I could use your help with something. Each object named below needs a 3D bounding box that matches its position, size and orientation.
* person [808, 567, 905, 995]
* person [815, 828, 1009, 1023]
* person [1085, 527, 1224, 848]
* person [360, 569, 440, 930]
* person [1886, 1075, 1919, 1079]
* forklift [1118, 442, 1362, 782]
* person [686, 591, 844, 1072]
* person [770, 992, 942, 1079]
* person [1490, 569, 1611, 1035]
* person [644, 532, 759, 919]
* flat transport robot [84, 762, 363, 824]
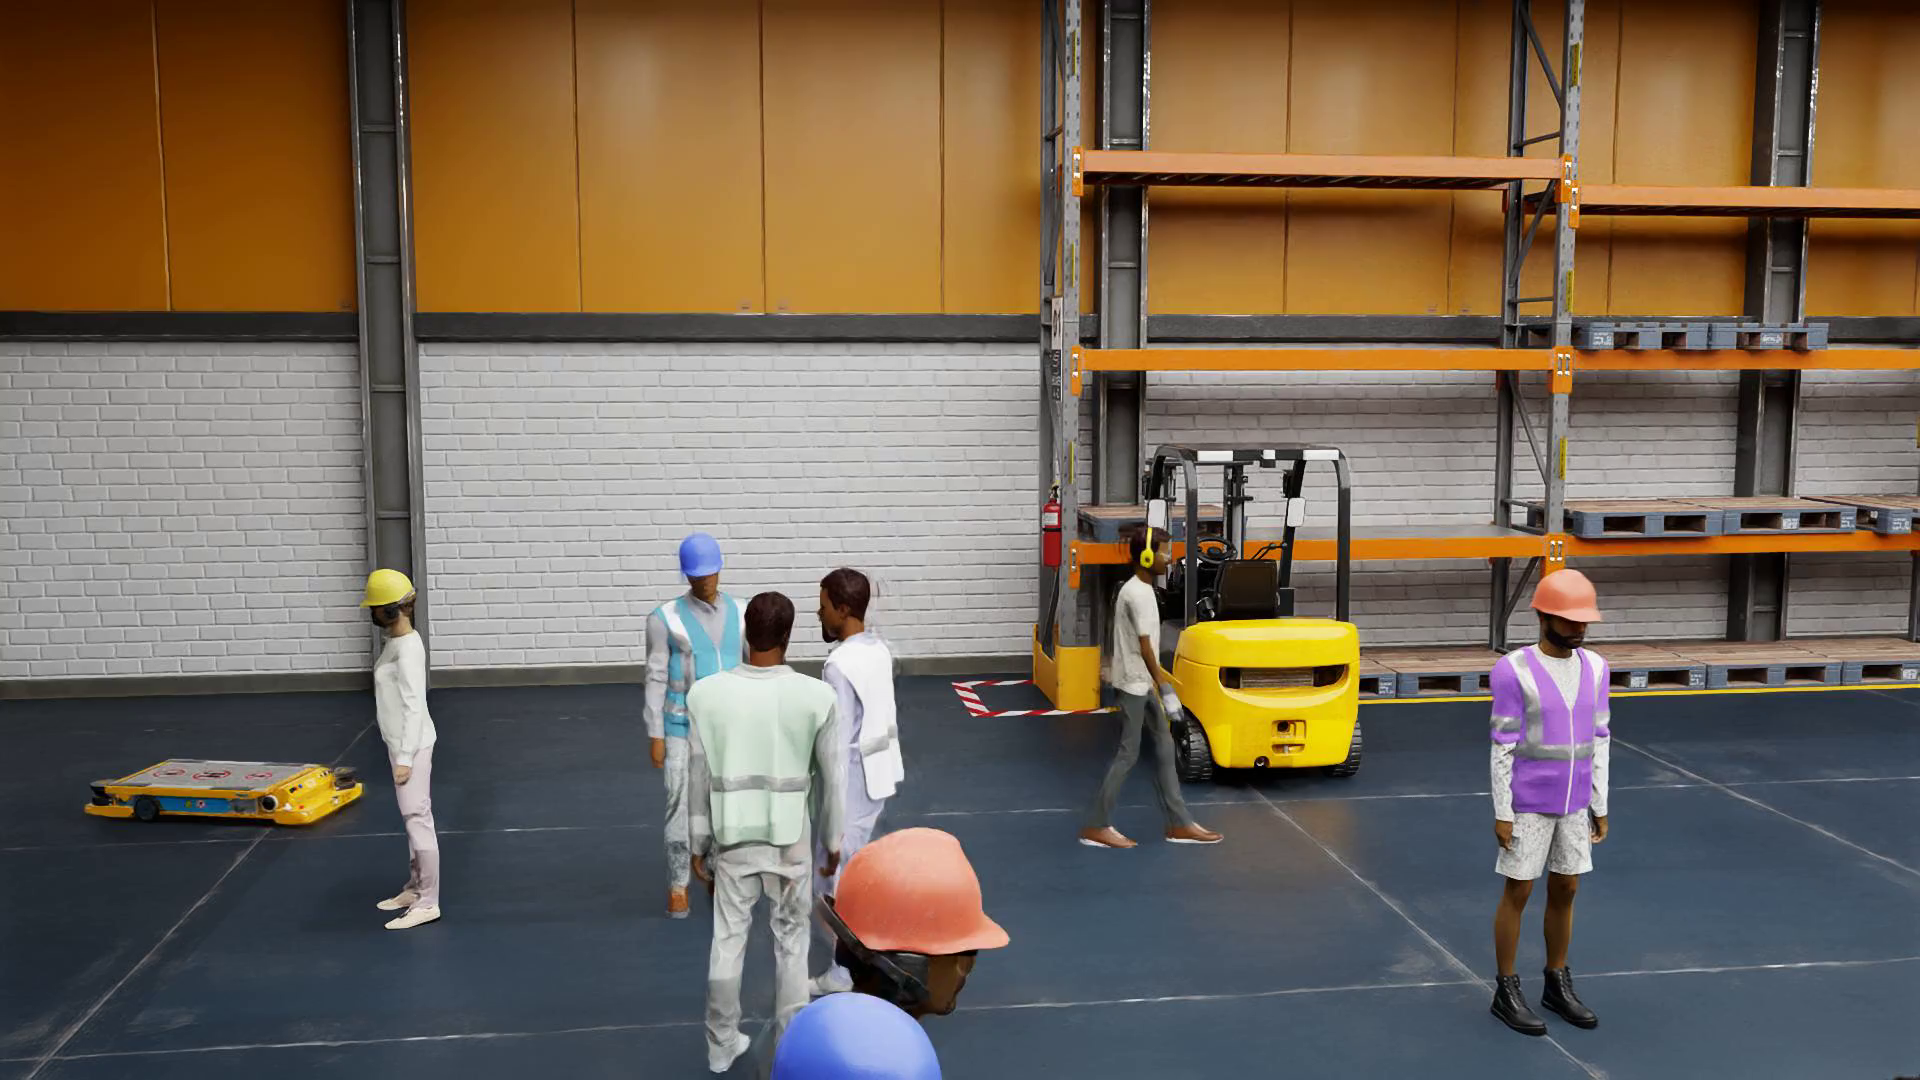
[{"bbox_3d":[-0.411,1.063,7.105,0.585,1.898,0.615,1,7,9],"label":"person"},{"bbox_3d":[-0.125,1.496,2.989,1.026,1.983,0.600,-2,7,-14],"label":"person"},{"bbox_3d":[1.074,0.841,9.360,0.776,1.832,0.526,1,7,13],"label":"person"},{"bbox_3d":[-2.742,1.015,8.158,0.328,1.761,0.523,-3,7,-22],"label":"person"},{"bbox_3d":[1.238,1.613,2.072,0.380,1.955,0.607,1,7,13],"label":"person"},{"bbox_3d":[1.912,0.418,11.496,1.214,2.155,2.313,-1,7,-8],"label":"forklift"},{"bbox_3d":[-0.744,1.145,6.421,0.600,1.907,0.453,0,7,4],"label":"person"},{"bbox_3d":[-0.102,1.589,2.364,0.415,1.939,0.605,4,8,34],"label":"person"},{"bbox_3d":[2.457,1.075,6.884,0.545,1.930,0.385,-2,7,-16],"label":"person"},{"bbox_3d":[-1.260,0.915,8.288,0.652,1.936,0.408,-5,8,-38],"label":"person"},{"bbox_3d":[-4.477,1.525,10.143,1.431,0.197,0.652,1,7,8],"label":"flat transport robot"}]
